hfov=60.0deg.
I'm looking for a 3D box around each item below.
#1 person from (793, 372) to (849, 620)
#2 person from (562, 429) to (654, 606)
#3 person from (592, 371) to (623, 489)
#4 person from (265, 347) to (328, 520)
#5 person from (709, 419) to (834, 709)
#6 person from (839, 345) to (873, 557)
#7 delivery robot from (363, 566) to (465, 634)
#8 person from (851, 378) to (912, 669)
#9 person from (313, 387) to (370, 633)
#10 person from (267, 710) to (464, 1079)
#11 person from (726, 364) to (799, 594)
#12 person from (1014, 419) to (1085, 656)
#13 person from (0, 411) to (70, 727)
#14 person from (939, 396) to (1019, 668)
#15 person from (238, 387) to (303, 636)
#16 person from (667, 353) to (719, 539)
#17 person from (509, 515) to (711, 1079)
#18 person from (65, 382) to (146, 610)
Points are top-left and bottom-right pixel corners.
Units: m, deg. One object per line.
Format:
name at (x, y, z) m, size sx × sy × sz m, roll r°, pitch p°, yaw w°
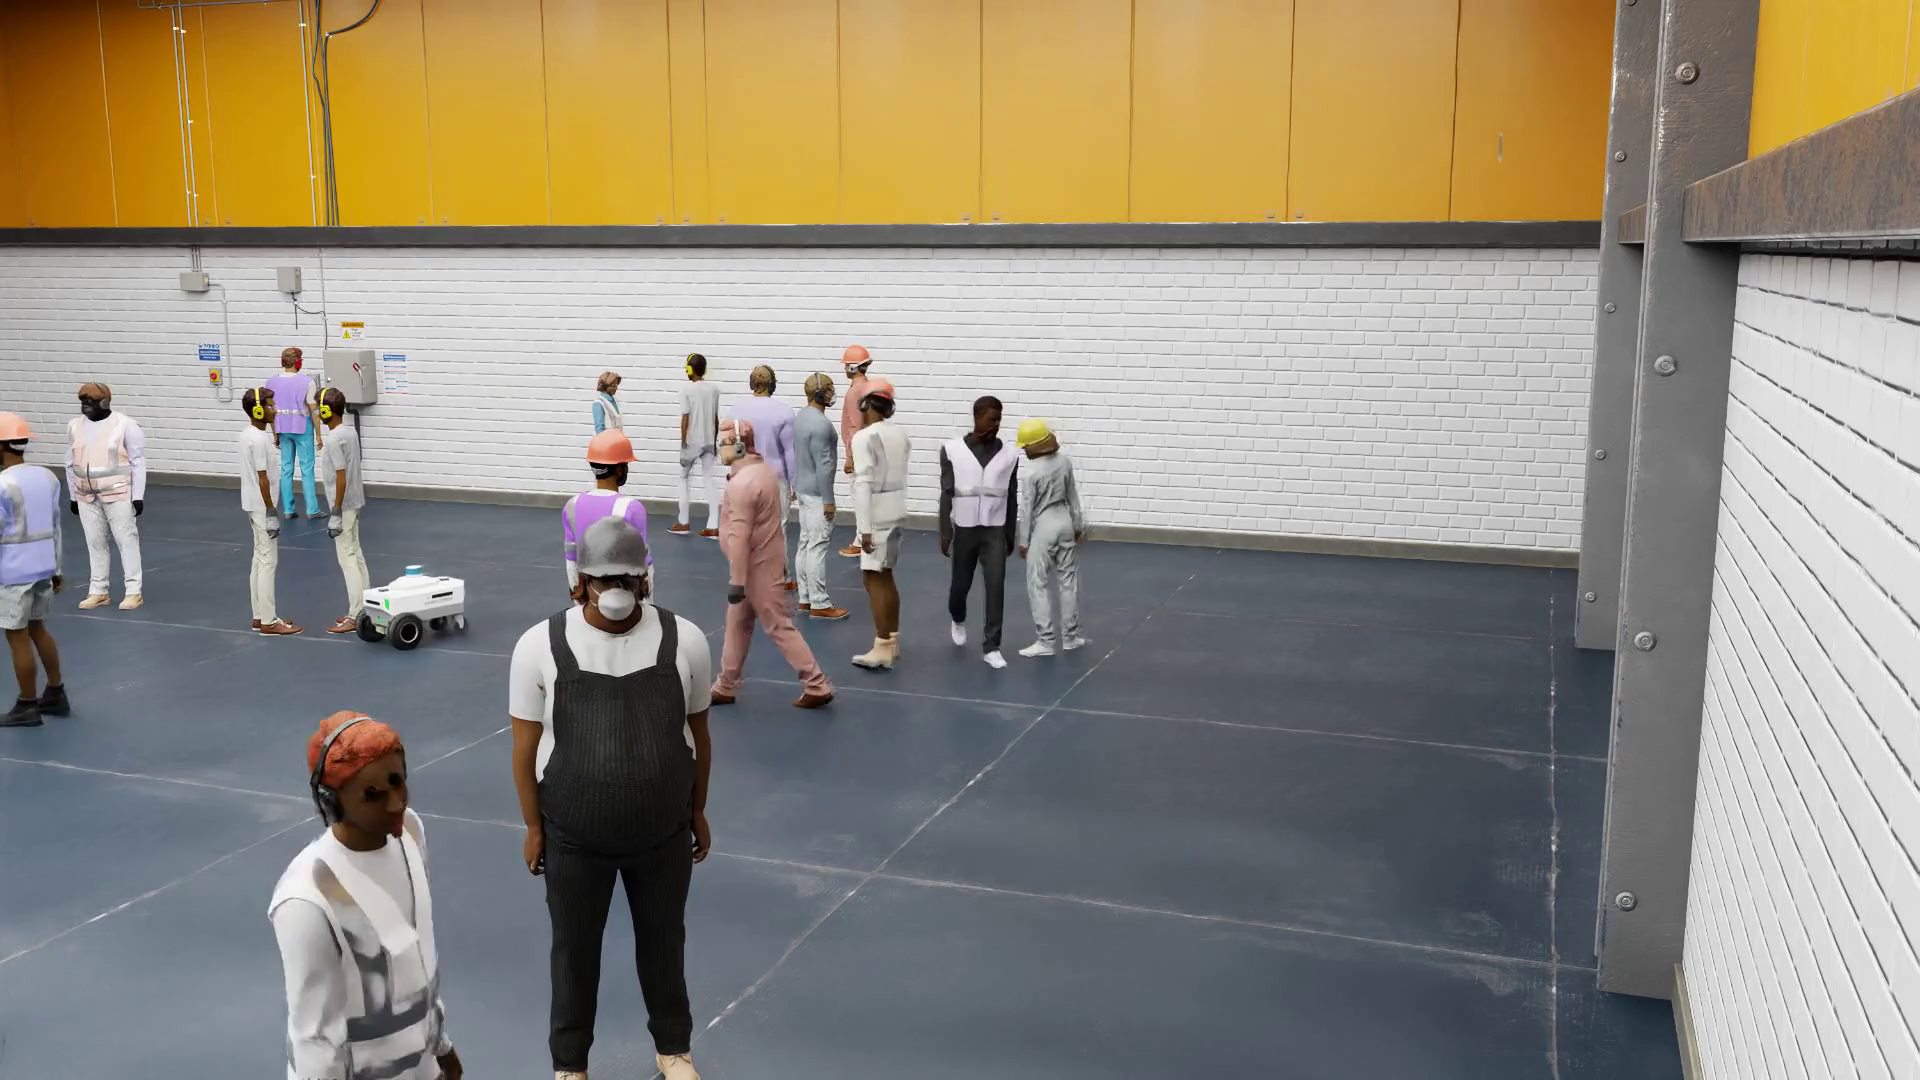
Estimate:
person at (-1.116, -0.345, 13.047) m, size 0.371 × 1.940 × 0.627 m, roll -4°, pitch 11°, yaw -21°
person at (-1.882, 0.362, 9.074) m, size 0.542 × 1.938 × 0.357 m, roll 5°, pitch 11°, yaw 25°
person at (-3.617, -0.914, 17.097) m, size 0.313 × 1.639 × 0.513 m, roll 1°, pitch 10°, yaw 8°
person at (-7.066, -1.121, 17.681) m, size 0.564 × 1.846 × 0.390 m, roll 1°, pitch 10°, yaw 6°
person at (-1.239, 0.163, 10.443) m, size 0.926 × 1.862 × 0.650 m, roll 0°, pitch 10°, yaw -1°
person at (-0.953, -0.839, 15.674) m, size 0.388 × 1.992 × 0.625 m, roll 3°, pitch 10°, yaw 16°
delivery robot at (-4.030, 0.433, 12.300) m, size 0.477 × 0.478 × 0.707 m, roll 8°, pitch 13°, yaw 37°
person at (-0.579, -0.117, 11.632) m, size 0.506 × 1.990 × 0.778 m, roll 5°, pitch 11°, yaw 27°
person at (-4.678, -0.224, 12.582) m, size 0.324 × 1.863 × 0.526 m, roll -1°, pitch 10°, yaw -6°
person at (-1.441, 1.301, 3.989) m, size 0.449 × 1.879 × 0.645 m, roll 1°, pitch 10°, yaw 6°
person at (-1.631, -0.499, 13.920) m, size 0.632 × 1.940 × 0.372 m, roll 3°, pitch 11°, yaw 17°
person at (0.672, -0.033, 11.975) m, size 0.636 × 1.700 × 0.328 m, roll -8°, pitch 13°, yaw -40°
person at (-5.714, 0.188, 10.072) m, size 0.421 × 1.932 × 0.563 m, roll 1°, pitch 10°, yaw 7°
person at (0.130, -0.088, 11.773) m, size 0.599 × 1.873 × 0.852 m, roll -2°, pitch 10°, yaw -11°
person at (-5.220, -0.216, 12.518) m, size 0.328 × 1.872 × 0.514 m, roll -7°, pitch 12°, yaw -33°
person at (-2.680, -0.947, 16.696) m, size 0.779 × 1.838 × 0.573 m, roll 10°, pitch 14°, yaw 44°
person at (-1.145, 0.923, 5.619) m, size 0.684 × 2.000 × 0.538 m, roll -4°, pitch 11°, yaw -19°
person at (-6.861, -0.348, 13.350) m, size 0.633 × 1.839 × 0.429 m, roll 1°, pitch 10°, yaw 4°
